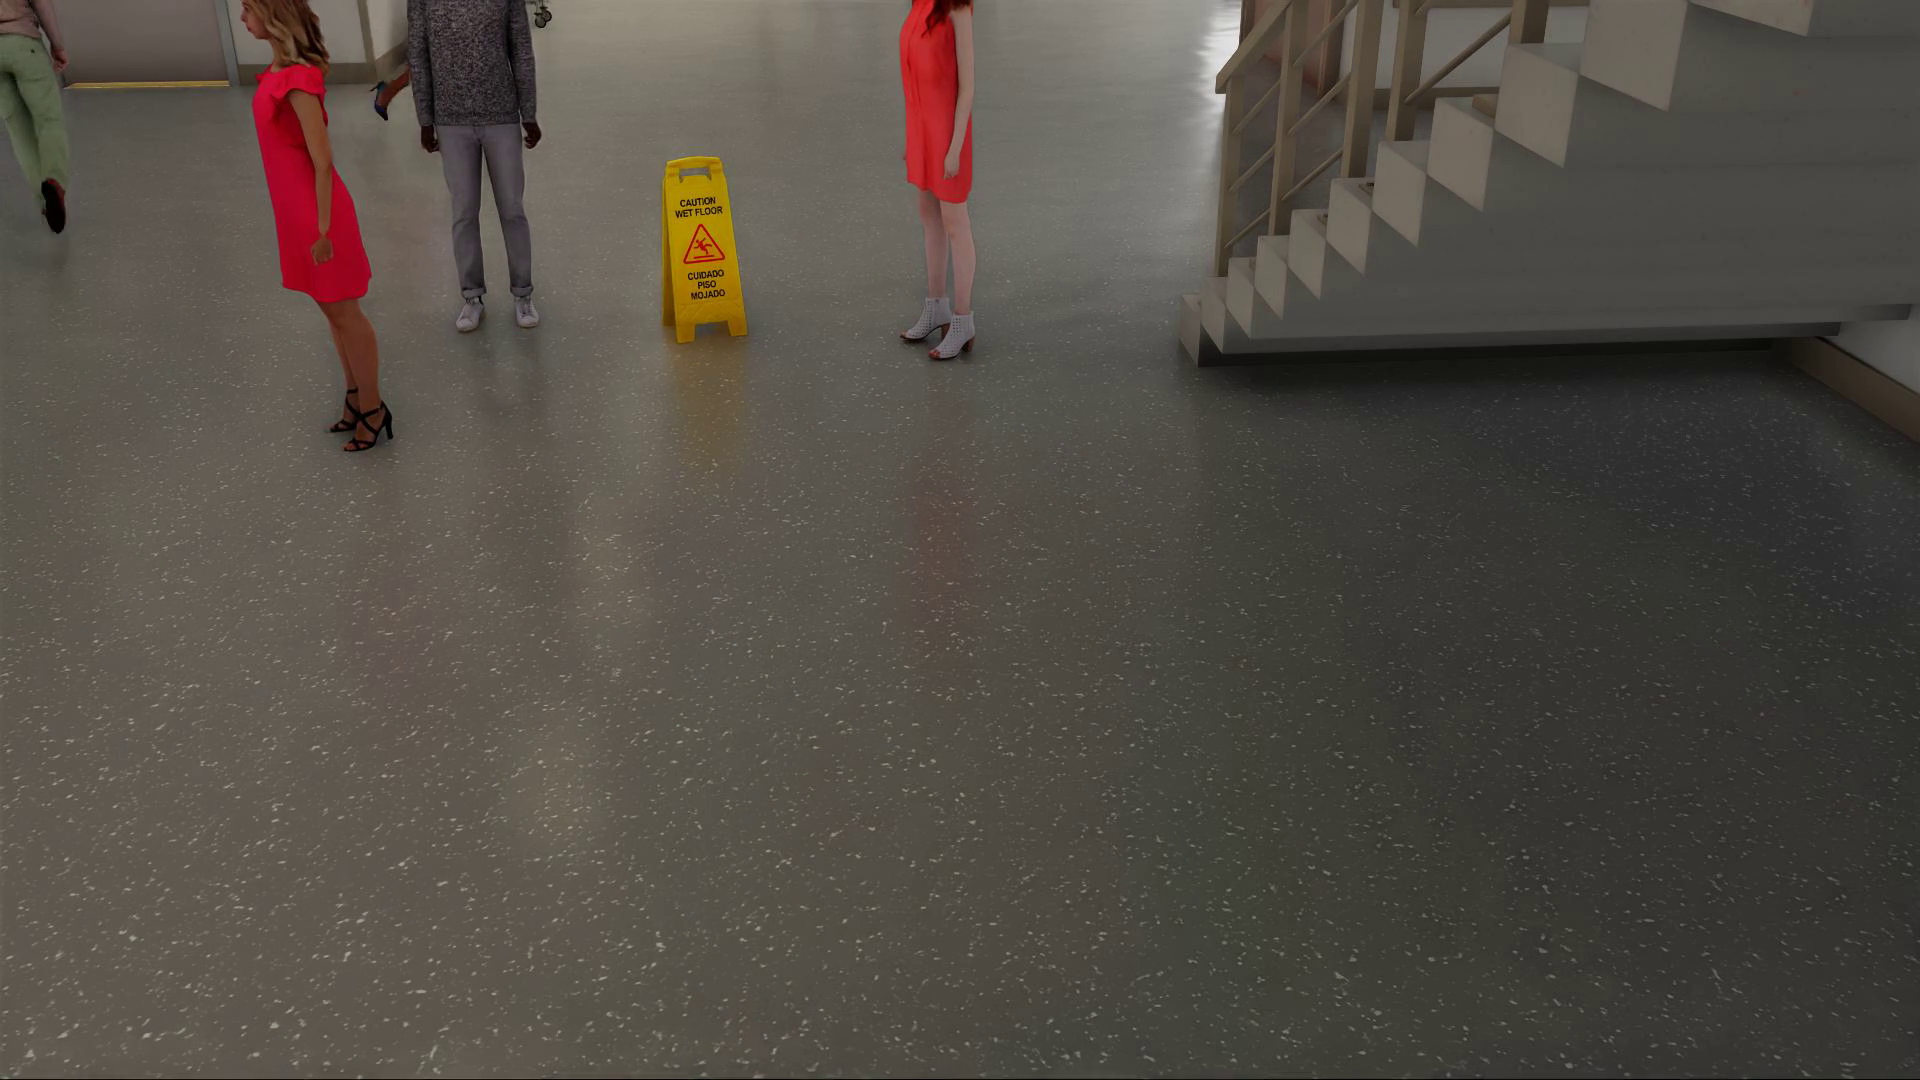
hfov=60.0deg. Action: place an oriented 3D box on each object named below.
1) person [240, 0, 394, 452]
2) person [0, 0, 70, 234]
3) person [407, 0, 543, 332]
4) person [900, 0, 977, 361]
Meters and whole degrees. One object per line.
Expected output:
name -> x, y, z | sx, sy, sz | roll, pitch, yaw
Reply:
person -> -2.326, -1.175, 6.049 | 0.713, 1.727, 0.604 | -14, 29, -26
person -> -4.941, -2.479, 8.633 | 0.894, 1.832, 1.187 | -9, 27, -19
person -> -2.123, -1.861, 7.343 | 0.701, 1.839, 0.576 | -5, 26, -10
person -> -0.077, -1.682, 6.985 | 0.712, 1.827, 0.569 | -13, 28, -24
